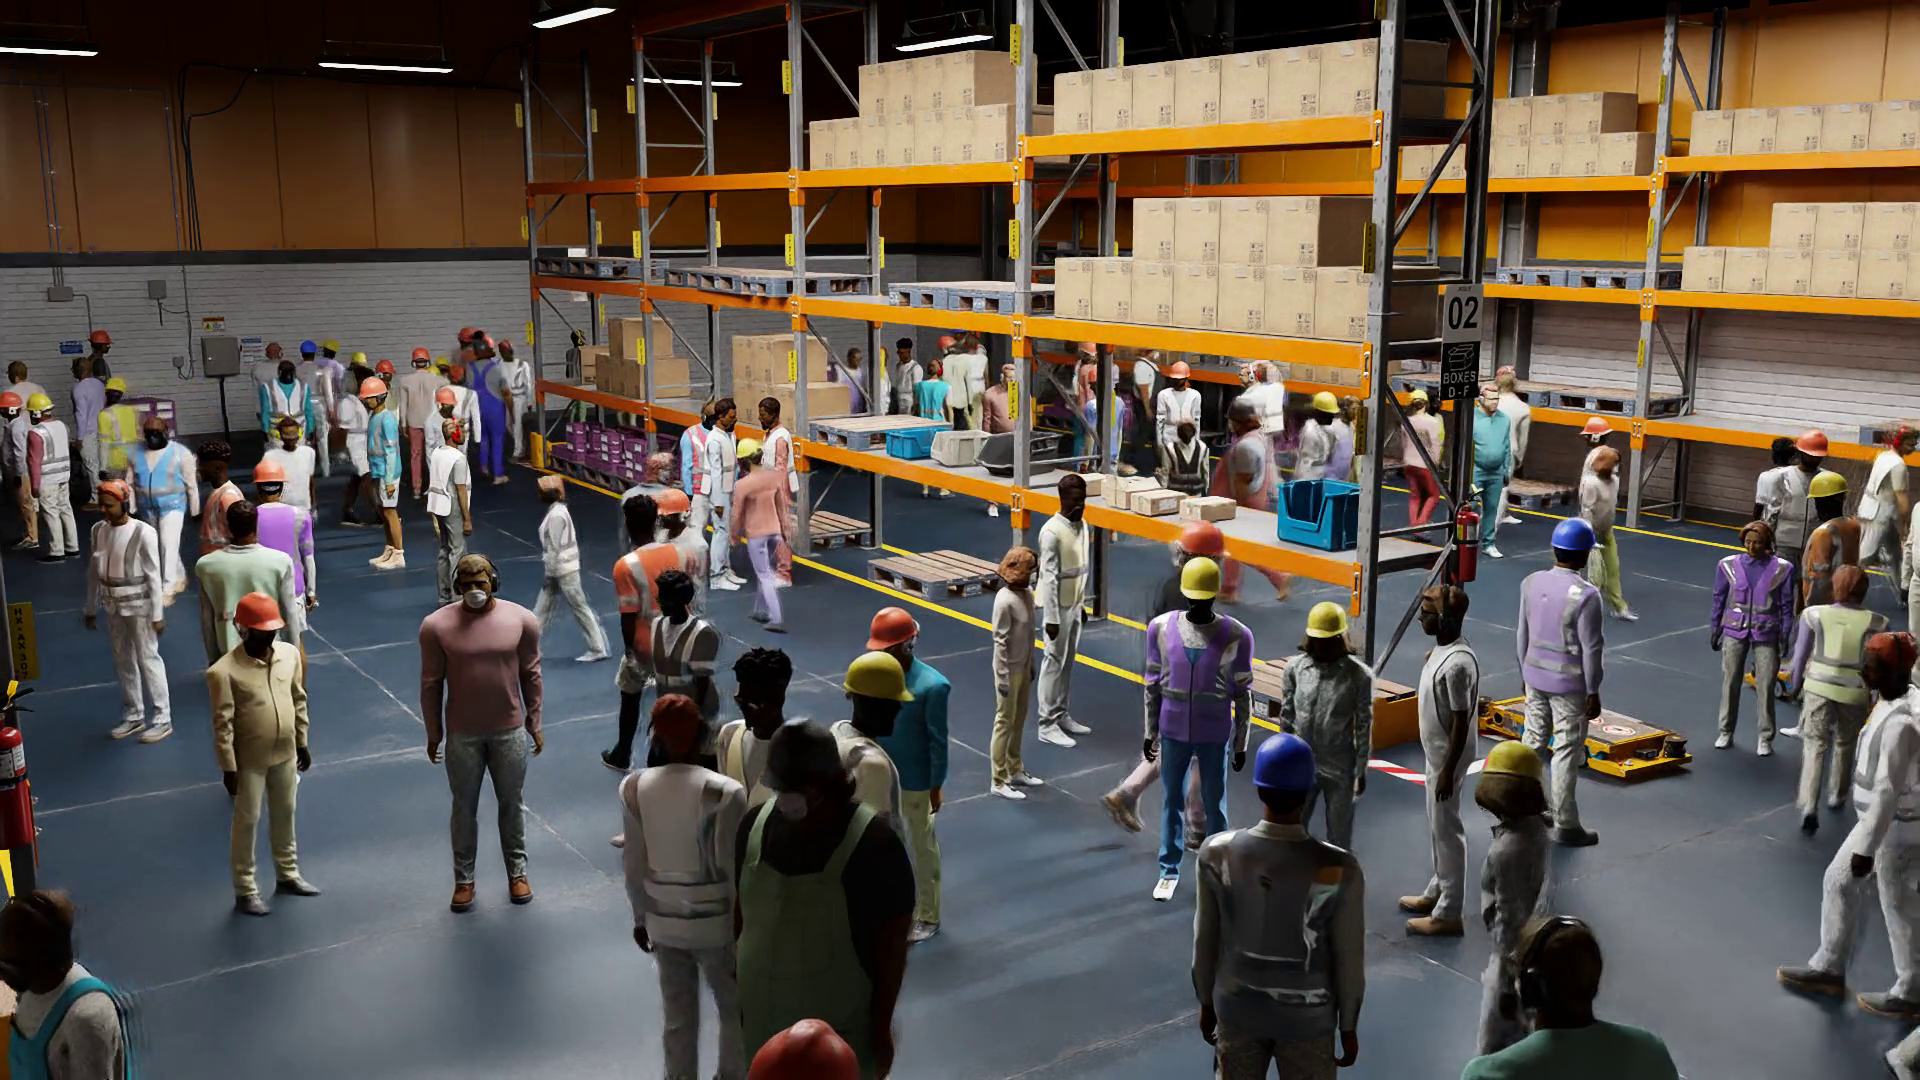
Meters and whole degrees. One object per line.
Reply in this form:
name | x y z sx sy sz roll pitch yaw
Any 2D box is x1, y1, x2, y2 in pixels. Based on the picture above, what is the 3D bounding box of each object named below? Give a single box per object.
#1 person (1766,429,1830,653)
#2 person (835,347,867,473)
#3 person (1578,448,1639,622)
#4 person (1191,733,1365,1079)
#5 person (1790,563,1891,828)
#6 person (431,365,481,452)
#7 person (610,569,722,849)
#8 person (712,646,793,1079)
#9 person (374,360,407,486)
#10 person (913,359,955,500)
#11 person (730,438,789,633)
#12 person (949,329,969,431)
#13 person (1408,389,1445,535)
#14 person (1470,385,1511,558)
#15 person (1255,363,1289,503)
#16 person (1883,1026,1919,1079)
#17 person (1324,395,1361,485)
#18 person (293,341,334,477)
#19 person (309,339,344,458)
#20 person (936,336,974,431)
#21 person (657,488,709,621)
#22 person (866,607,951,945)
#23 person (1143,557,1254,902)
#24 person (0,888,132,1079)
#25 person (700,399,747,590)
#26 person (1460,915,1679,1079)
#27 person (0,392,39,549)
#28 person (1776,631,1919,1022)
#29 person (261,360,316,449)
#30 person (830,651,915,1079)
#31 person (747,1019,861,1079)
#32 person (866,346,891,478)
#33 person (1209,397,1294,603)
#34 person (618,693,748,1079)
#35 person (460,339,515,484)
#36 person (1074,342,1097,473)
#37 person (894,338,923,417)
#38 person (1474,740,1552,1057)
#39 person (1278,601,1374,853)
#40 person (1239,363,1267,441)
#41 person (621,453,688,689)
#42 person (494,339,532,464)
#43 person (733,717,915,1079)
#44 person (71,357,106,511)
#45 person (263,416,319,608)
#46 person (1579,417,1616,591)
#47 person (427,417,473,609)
person | 7.107 0.019 14.062 0.549 1.926 0.388 2 11 10
person | -1.592 -1.875 23.989 0.550 1.834 0.475 -7 13 -32
person | 5.887 -0.075 15.400 0.524 1.588 0.869 -7 13 -32
person | 1.106 1.625 5.807 0.604 1.939 0.415 5 12 26
person | 5.344 0.940 10.153 0.523 1.602 0.823 6 13 30
person | -6.355 -1.295 21.027 0.581 1.822 1.021 -1 11 -4
person | -1.667 1.006 9.662 0.543 1.660 0.791 7 13 31
person | -0.782 1.392 6.916 0.605 1.966 0.373 7 13 32
person | -7.797 -1.577 22.657 0.324 1.752 0.560 2 11 11
person | -0.346 -1.440 21.719 0.565 1.847 0.396 5 12 25
person | -1.846 -0.048 14.876 0.778 1.724 0.541 10 15 43
person | 0.029 -2.716 28.047 0.432 1.934 0.622 -4 12 -20
person | 5.445 -0.926 19.513 0.467 1.699 0.568 9 15 40
person | 5.666 -0.732 17.975 0.646 1.900 0.399 -3 11 -15
person | 3.942 -1.380 21.537 0.579 1.798 0.600 -6 13 -30
person | 4.306 1.609 6.773 0.862 1.593 0.520 9 15 40
person | 4.091 -0.644 17.758 0.524 1.799 0.885 -11 15 -44
person | -9.186 -1.849 23.578 0.615 1.942 0.409 0 11 -2
person | -9.637 -2.093 25.126 0.665 1.842 0.950 -1 11 -6
person | -0.159 -2.010 24.383 0.634 1.939 0.849 -5 12 -22
person | -2.058 0.482 12.140 0.353 1.744 0.565 -10 15 -42
person | -0.311 1.191 8.541 0.576 1.737 0.354 9 14 38
person | 1.269 1.024 8.930 0.586 1.918 0.394 4 12 19
person | -2.621 1.872 4.886 0.561 1.814 0.551 -10 15 -43
person | -2.363 -0.452 16.523 0.408 1.907 0.598 0 11 2
person | 1.547 1.912 4.361 0.623 1.932 0.372 -3 12 -17
person | -10.530 -0.782 18.580 0.320 1.755 0.563 -6 13 -30
person | 4.153 1.307 7.640 0.794 1.852 0.609 6 12 26
person | -8.770 -1.438 21.776 0.654 1.816 0.668 -7 13 -30
person | -0.389 1.404 6.979 0.391 1.919 0.589 -4 12 -21
person | -0.333 2.003 3.591 0.615 2.042 0.376 2 11 8
person | -1.148 -1.827 23.725 0.349 1.857 0.747 -4 12 -20
person | 2.747 -0.364 15.713 0.785 2.000 0.689 2 11 12
person | -1.068 1.521 6.540 0.615 1.852 0.528 4 12 18
person | -6.537 -1.809 23.108 0.730 2.000 0.561 1 11 5
person | 1.810 -1.784 23.126 0.446 1.979 0.662 -1 11 -6
person | -0.763 -1.948 24.052 0.386 1.955 0.611 -7 13 -31
person | 2.105 1.631 6.377 0.390 1.696 0.613 6 13 28
person | 1.891 1.164 8.683 0.494 1.735 0.314 5 12 25
person | 3.560 -1.231 20.521 0.399 1.900 0.644 0 11 2
person | -2.333 0.264 12.922 0.700 1.890 0.396 8 13 34
person | -6.733 -2.119 25.163 0.587 1.862 0.794 3 11 14
person | -0.531 1.587 5.730 0.701 2.000 0.648 5 12 23
person | -10.968 -1.338 20.962 0.365 1.939 0.636 0 11 -2
person | -6.444 -0.304 15.988 0.522 1.826 0.961 -8 14 -35
person | 6.230 -0.340 16.362 0.359 1.743 0.564 9 14 38
person | -4.760 -0.230 15.566 0.392 1.836 0.561 -10 15 -41
